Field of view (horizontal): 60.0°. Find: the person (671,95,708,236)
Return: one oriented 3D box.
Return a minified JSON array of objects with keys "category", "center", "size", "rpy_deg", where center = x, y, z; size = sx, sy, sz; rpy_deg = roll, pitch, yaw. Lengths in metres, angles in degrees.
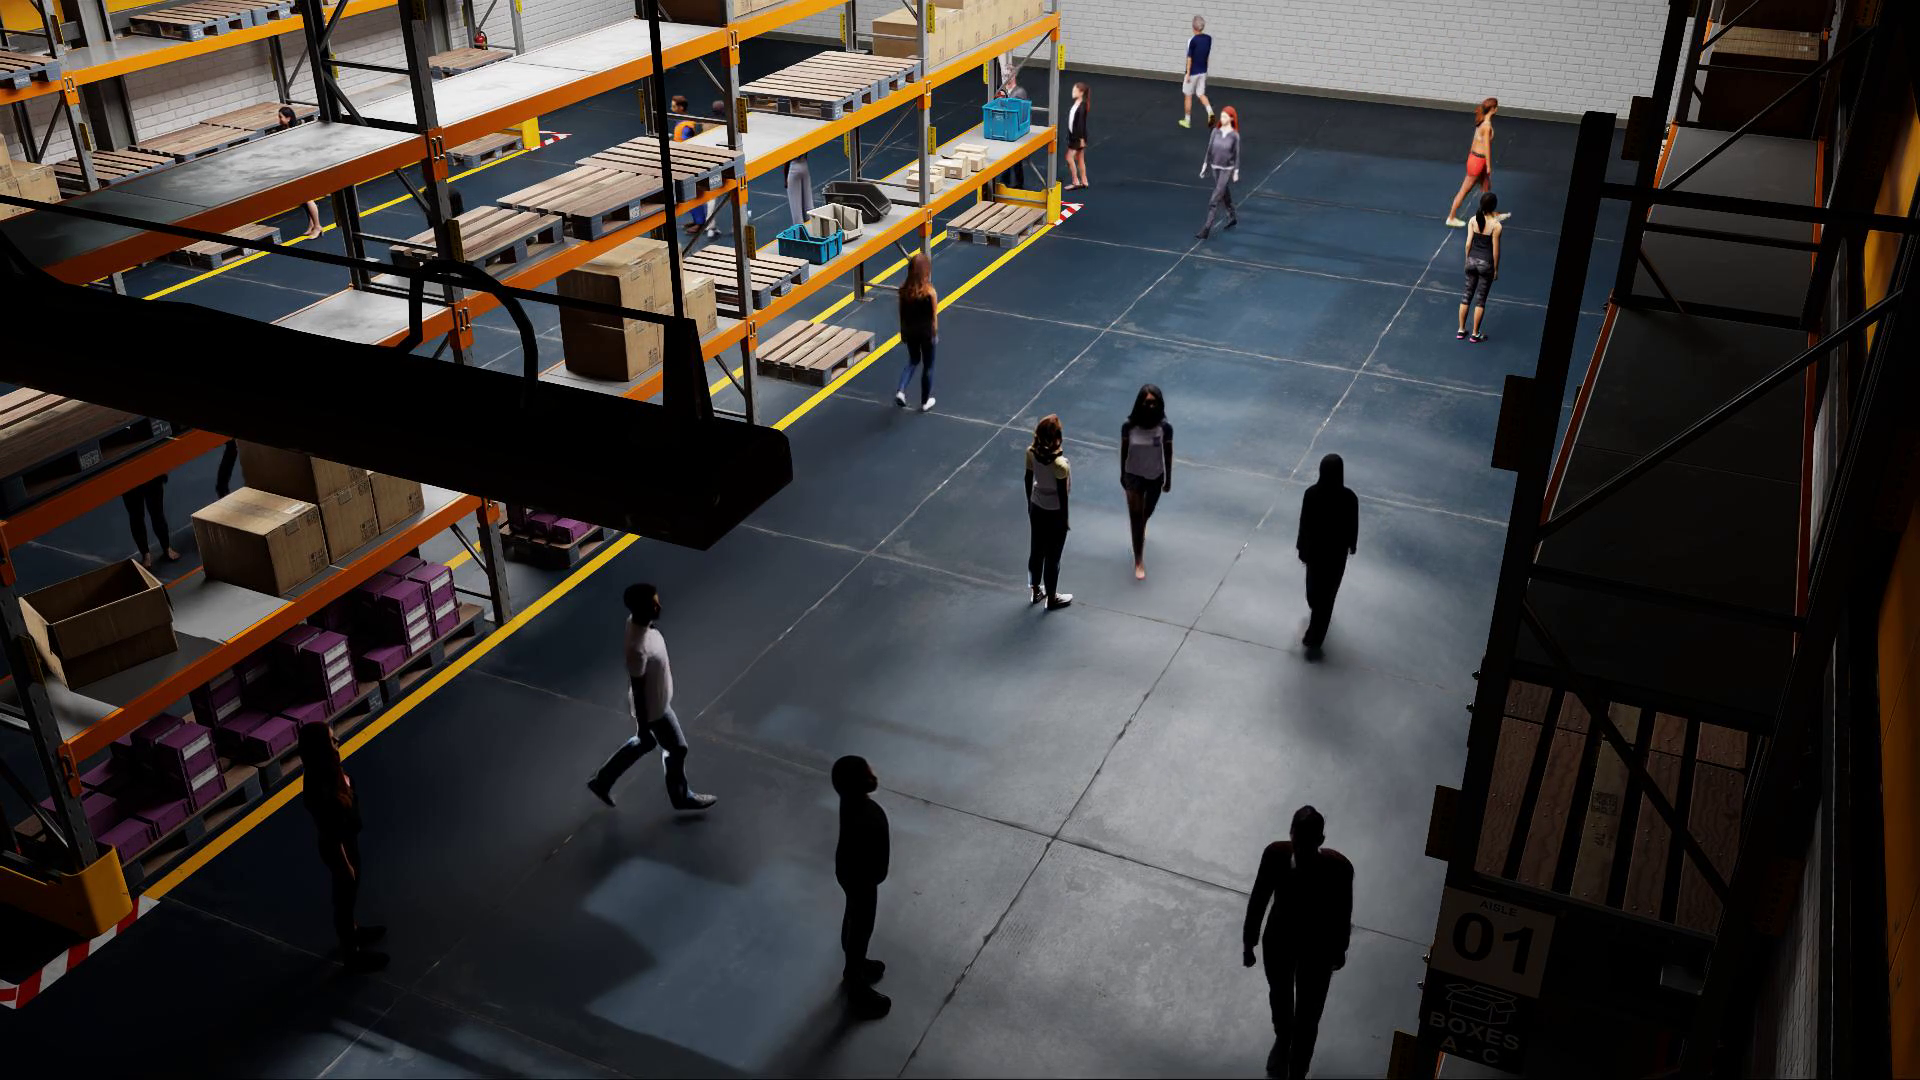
[{"category":"person","center":[-3.632,-5.061,22.411],"size":[0.844,1.857,0.781],"rpy_deg":[-9,30,-17]}]

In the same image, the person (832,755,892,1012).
[{"category":"person","center":[-0.590,1.970,9.685],"size":[0.720,1.701,0.628],"rpy_deg":[-3,29,-5]}]

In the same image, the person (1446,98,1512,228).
[{"category":"person","center":[6.912,-5.078,22.550],"size":[0.935,1.754,1.113],"rpy_deg":[2,29,4]}]

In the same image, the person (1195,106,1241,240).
[{"category":"person","center":[3.559,-4.925,22.305],"size":[1.248,1.720,0.876],"rpy_deg":[-25,37,-38]}]

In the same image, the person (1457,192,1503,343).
[{"category":"person","center":[5.931,-3.117,18.981],"size":[0.644,1.729,0.639],"rpy_deg":[-26,38,-38]}]

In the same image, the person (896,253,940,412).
[{"category":"person","center":[-0.448,-2.095,17.129],"size":[0.601,1.710,0.766],"rpy_deg":[15,32,25]}]

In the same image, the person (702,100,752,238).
[{"category":"person","center":[-3.255,-4.935,22.253],"size":[0.740,1.788,1.123],"rpy_deg":[11,31,20]}]

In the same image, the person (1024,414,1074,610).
[{"category":"person","center":[0.723,-0.236,13.706],"size":[0.667,1.723,0.698],"rpy_deg":[-25,37,-37]}]

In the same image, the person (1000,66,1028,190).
[{"category":"person","center":[0.827,-5.952,24.084],"size":[1.061,1.821,0.992],"rpy_deg":[-14,32,-24]}]

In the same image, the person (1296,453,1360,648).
[{"category":"person","center":[2.898,0.086,13.235],"size":[0.646,1.608,1.127],"rpy_deg":[15,32,25]}]

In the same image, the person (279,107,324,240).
[{"category":"person","center":[-8.824,-4.903,22.214],"size":[0.803,1.769,0.777],"rpy_deg":[-18,33,-29]}]

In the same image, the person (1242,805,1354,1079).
[{"category":"person","center":[1.881,2.175,9.158],"size":[0.710,1.846,0.794],"rpy_deg":[11,31,20]}]

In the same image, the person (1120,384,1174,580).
[{"category":"person","center":[1.602,-0.586,14.411],"size":[0.909,1.662,1.234],"rpy_deg":[1,29,2]}]

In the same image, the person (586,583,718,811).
[{"category":"person","center":[-2.162,1.094,11.157],"size":[1.140,1.829,1.144],"rpy_deg":[-7,29,-12]}]

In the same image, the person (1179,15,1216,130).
[{"category":"person","center":[3.909,-7.588,27.077],"size":[1.050,1.824,1.036],"rpy_deg":[-16,33,-27]}]

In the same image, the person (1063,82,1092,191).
[{"category":"person","center":[1.802,-5.900,24.282],"size":[0.741,1.538,0.687],"rpy_deg":[-3,29,-6]}]

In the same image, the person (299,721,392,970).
[{"category":"person","center":[-3.739,1.811,9.965],"size":[0.736,1.713,0.673],"rpy_deg":[-10,30,-17]}]
